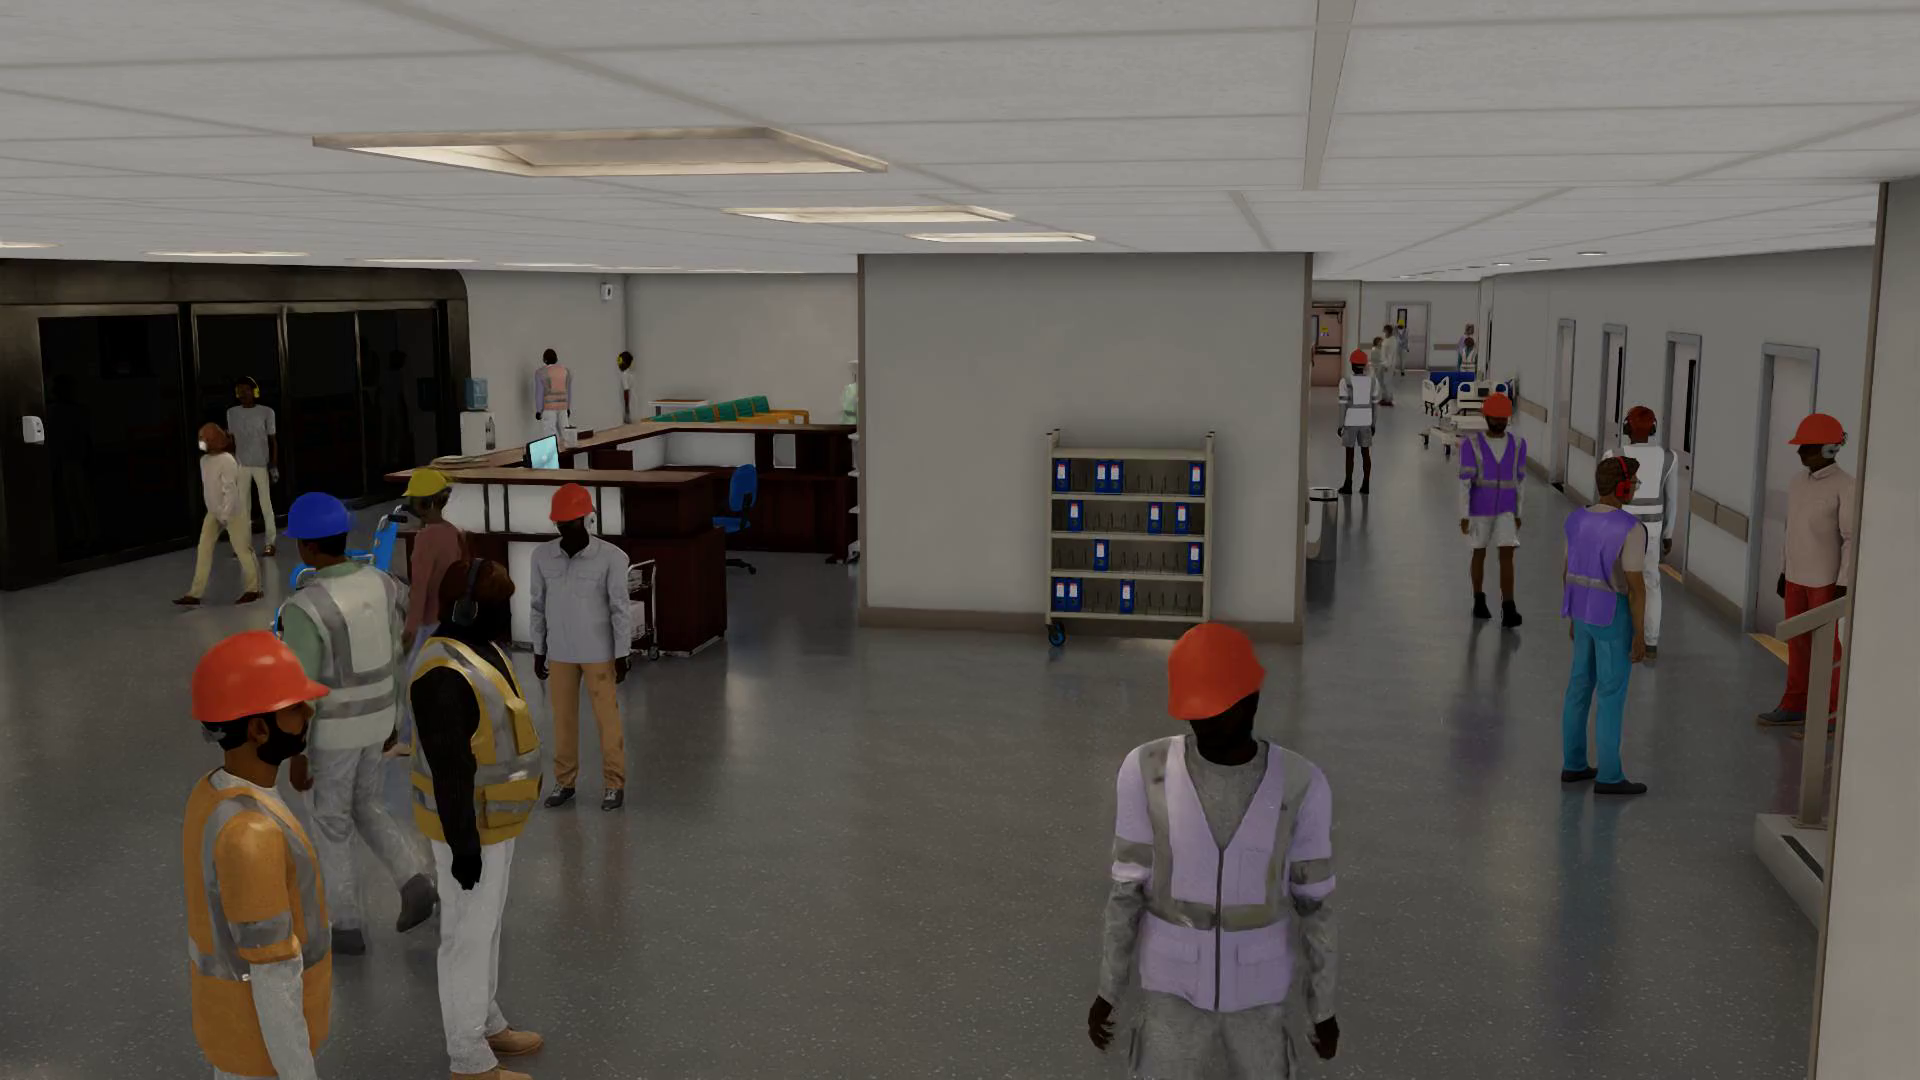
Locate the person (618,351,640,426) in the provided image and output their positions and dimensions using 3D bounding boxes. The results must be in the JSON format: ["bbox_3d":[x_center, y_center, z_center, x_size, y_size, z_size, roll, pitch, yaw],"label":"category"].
[{"bbox_3d":[-4.885,-1.840,24.401,0.341,1.835,0.675,0,9,3],"label":"person"}]

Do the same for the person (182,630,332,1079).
[{"bbox_3d":[-1.652,1.175,4.010,0.347,1.943,0.545,-6,10,-33],"label":"person"}]

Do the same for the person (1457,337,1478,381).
[{"bbox_3d":[11.798,-3.887,38.598,0.515,1.640,0.315,6,11,36],"label":"person"}]

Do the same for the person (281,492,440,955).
[{"bbox_3d":[-2.488,0.761,6.774,0.496,1.933,0.625,3,9,18],"label":"person"}]

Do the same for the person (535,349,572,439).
[{"bbox_3d":[-6.229,-2.002,25.444,0.430,1.841,0.624,8,12,44],"label":"person"}]

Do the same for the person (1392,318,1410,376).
[{"bbox_3d":[13.991,-6.129,52.878,0.588,1.822,0.403,1,9,7],"label":"person"}]

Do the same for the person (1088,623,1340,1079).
[{"bbox_3d":[0.650,1.148,4.296,0.660,1.920,0.452,1,9,7],"label":"person"}]

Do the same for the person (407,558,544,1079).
[{"bbox_3d":[-1.644,0.971,5.714,0.429,1.840,0.624,-1,9,-7],"label":"person"}]

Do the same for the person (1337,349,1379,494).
[{"bbox_3d":[5.319,-1.578,22.286,0.545,1.942,0.350,-1,9,-7],"label":"person"}]

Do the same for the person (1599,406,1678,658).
[{"bbox_3d":[5.016,-0.055,12.360,0.584,1.882,0.337,0,9,-1],"label":"person"}]

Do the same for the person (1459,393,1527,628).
[{"bbox_3d":[4.353,-0.238,13.542,0.564,1.888,0.963,0,9,2],"label":"person"}]

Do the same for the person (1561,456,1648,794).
[{"bbox_3d":[3.503,0.461,9.072,0.389,1.846,0.564,-3,9,-21],"label":"person"}]

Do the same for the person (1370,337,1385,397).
[{"bbox_3d":[10.088,-4.068,39.892,0.671,1.601,0.548,3,9,21],"label":"person"}]

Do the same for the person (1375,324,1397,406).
[{"bbox_3d":[10.000,-4.100,39.085,0.498,1.921,0.648,-1,9,-4],"label":"person"}]

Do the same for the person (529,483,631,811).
[{"bbox_3d":[-2.000,0.564,8.730,0.563,1.742,0.361,2,9,11],"label":"person"}]

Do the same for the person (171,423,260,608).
[{"bbox_3d":[-6.395,-0.199,14.257,0.518,1.591,0.812,5,10,30],"label":"person"}]

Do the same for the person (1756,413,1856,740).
[{"bbox_3d":[5.214,0.220,10.173,0.390,1.991,0.626,-1,9,-8],"label":"person"}]

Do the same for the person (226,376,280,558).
[{"bbox_3d":[-7.238,-0.747,17.010,0.533,1.868,0.310,0,9,-2],"label":"person"}]
